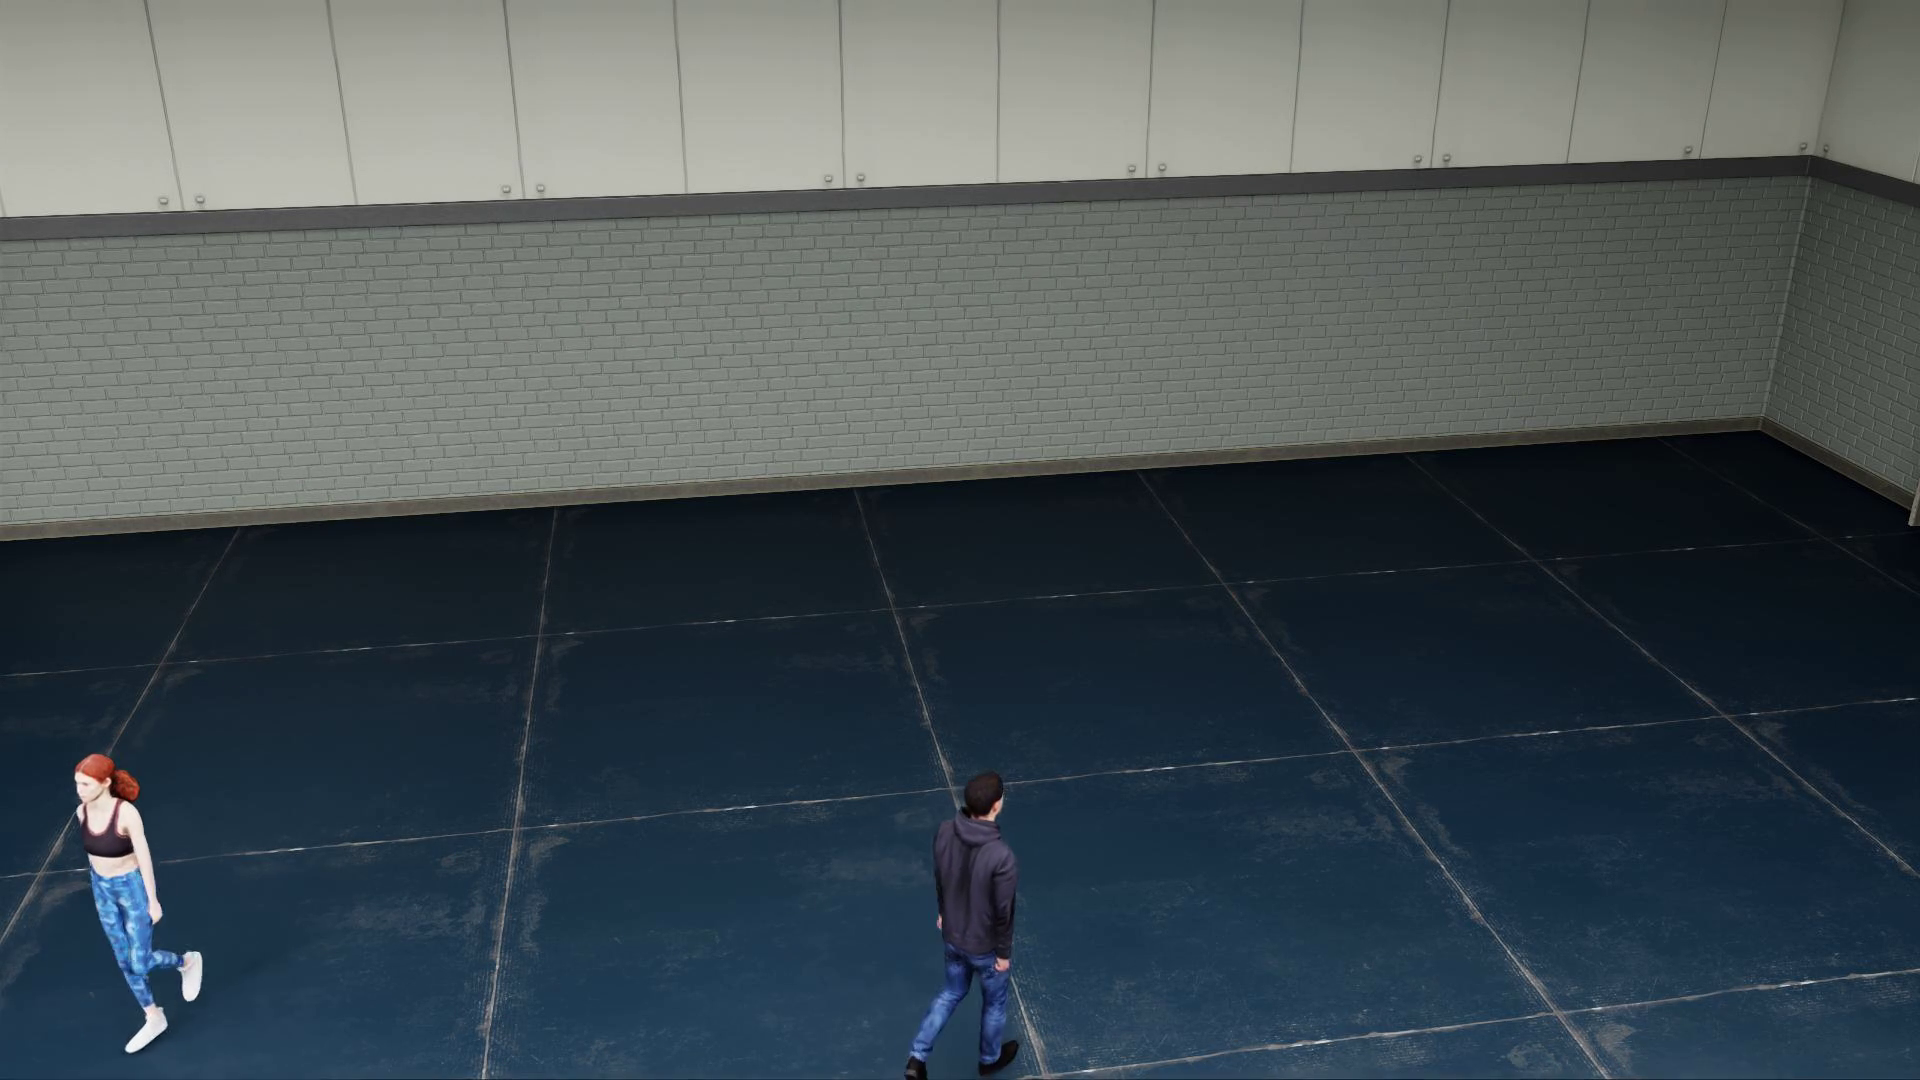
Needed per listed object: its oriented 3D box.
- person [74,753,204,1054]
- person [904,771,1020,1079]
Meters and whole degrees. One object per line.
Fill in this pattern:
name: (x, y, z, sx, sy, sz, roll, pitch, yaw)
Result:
person: (-4.479, 1.926, 9.067, 0.765, 1.774, 0.894, 7, 24, 16)
person: (0.016, 2.078, 8.582, 1.088, 1.874, 1.115, 18, 29, 37)
